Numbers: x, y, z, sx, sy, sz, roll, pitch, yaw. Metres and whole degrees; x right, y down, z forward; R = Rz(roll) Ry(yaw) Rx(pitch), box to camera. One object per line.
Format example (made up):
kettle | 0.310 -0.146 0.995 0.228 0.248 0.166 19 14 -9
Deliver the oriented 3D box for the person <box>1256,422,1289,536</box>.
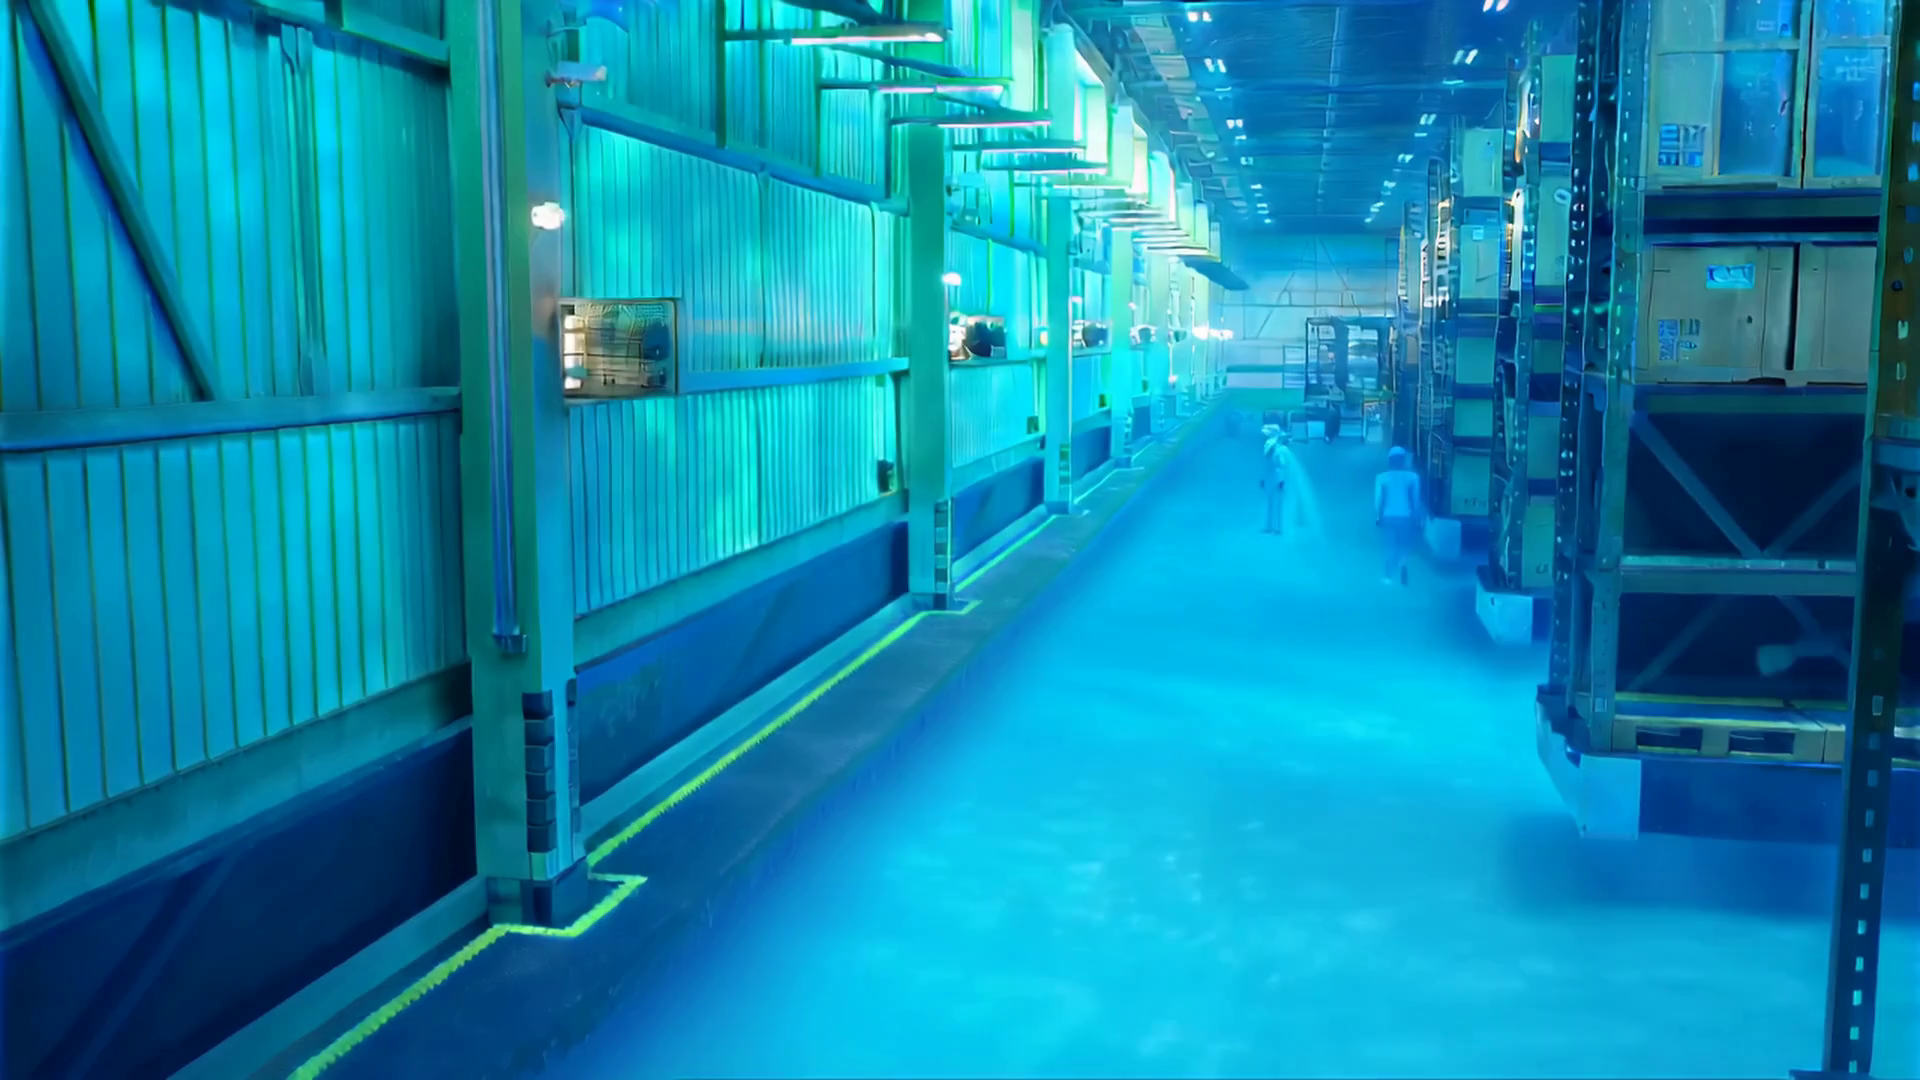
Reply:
person | 4.778 -0.940 25.426 0.334 1.743 0.560 -3 8 -22

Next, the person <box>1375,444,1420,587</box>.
person | 5.287 -0.282 20.118 0.542 1.752 0.455 1 7 8
